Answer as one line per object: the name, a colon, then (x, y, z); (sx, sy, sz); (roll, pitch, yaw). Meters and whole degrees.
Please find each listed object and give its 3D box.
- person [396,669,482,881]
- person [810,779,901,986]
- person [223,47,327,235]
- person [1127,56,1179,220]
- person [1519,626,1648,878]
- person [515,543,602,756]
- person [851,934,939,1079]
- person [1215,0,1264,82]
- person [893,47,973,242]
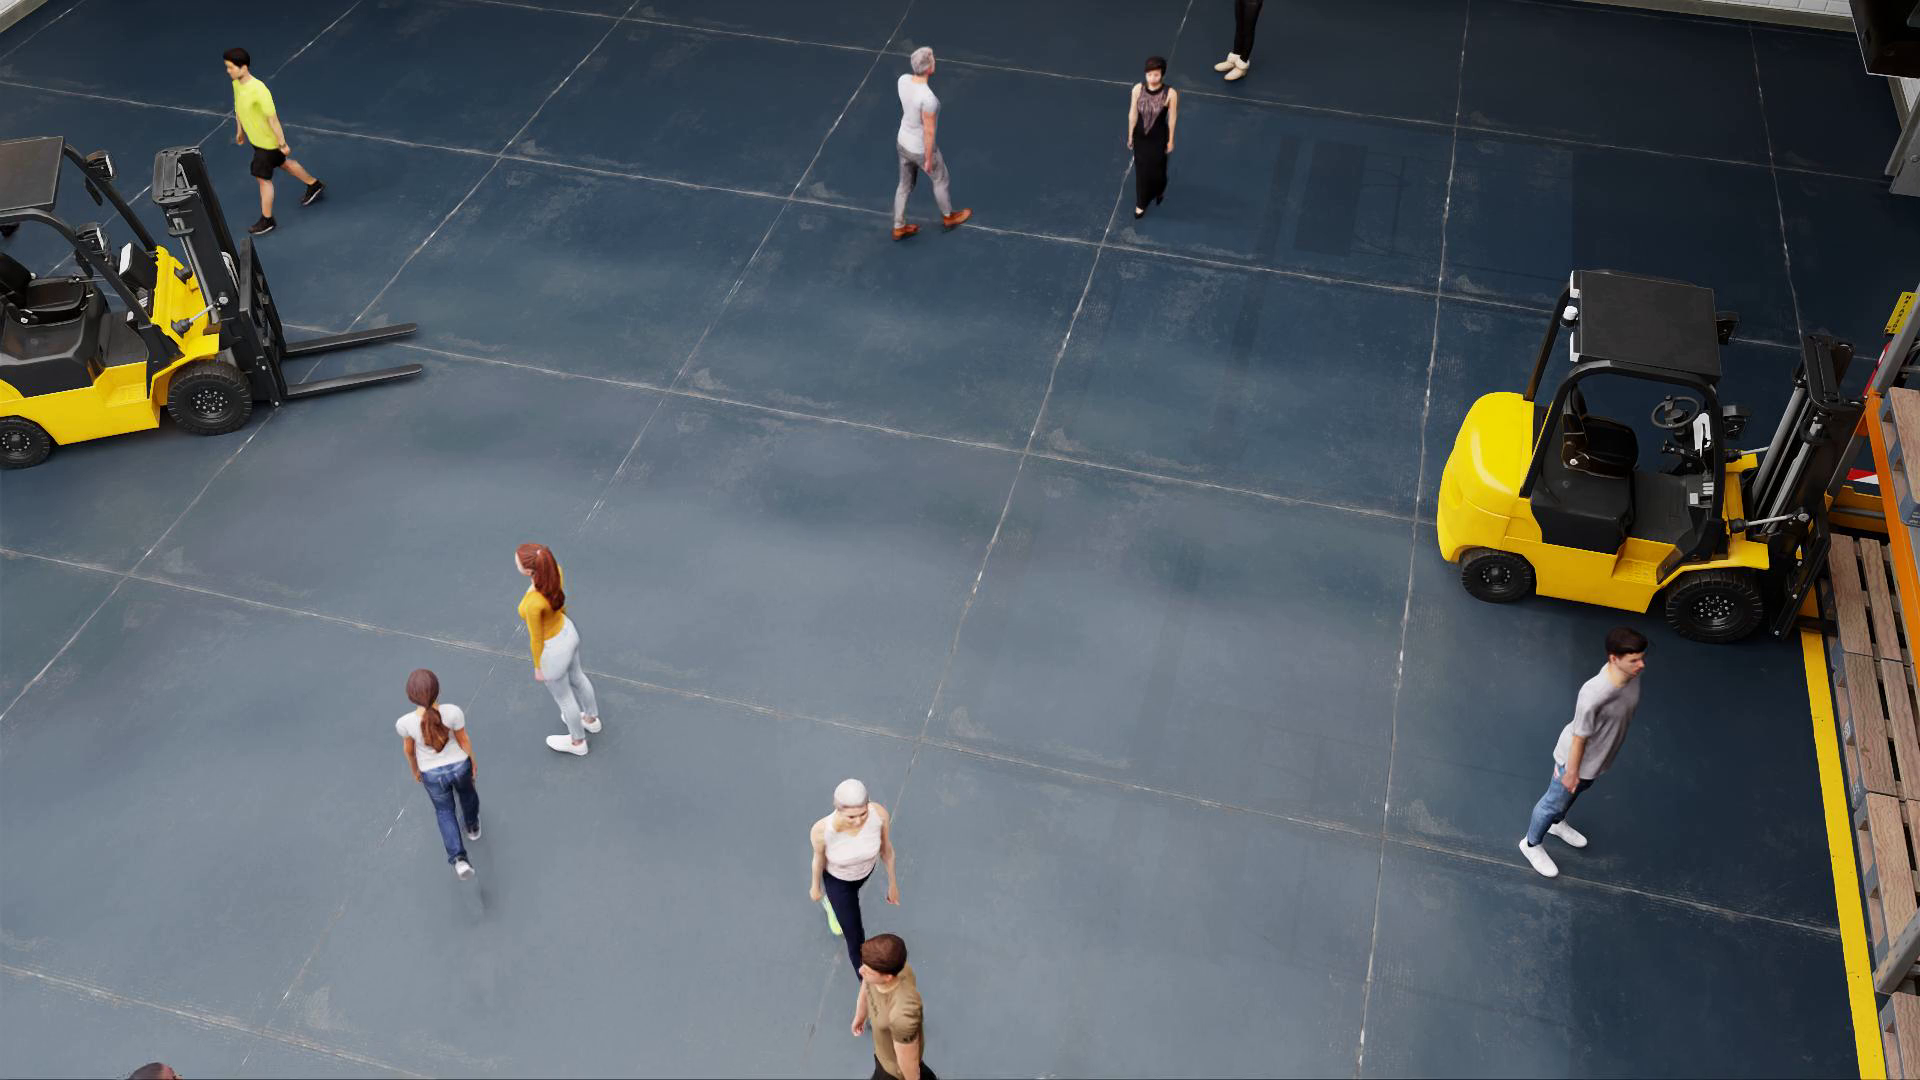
person: (-3.003, 1.375, 9.728); (0.837, 1.540, 0.990); (-12, 45, -13)
person: (-0.629, 1.794, 9.211); (1.137, 1.646, 1.246); (-18, 46, -18)
person: (-6.175, -3.651, 14.909); (1.194, 1.671, 0.989); (-34, 53, -31)
person: (1.744, -3.647, 14.961); (0.621, 1.593, 0.670); (17, 46, 17)
person: (3.648, 1.200, 9.658); (0.700, 1.890, 0.818); (-33, 52, -29)
person: (-2.492, 0.670, 10.317); (0.625, 1.749, 0.485); (8, 44, 8)
person: (-0.224, 2.520, 8.319); (1.005, 1.825, 1.022); (-10, 44, -10)
person: (2.946, -5.530, 16.886); (0.774, 1.664, 0.715); (-30, 51, -28)
person: (-0.443, -3.411, 14.566); (1.143, 1.796, 1.047); (-27, 50, -26)
